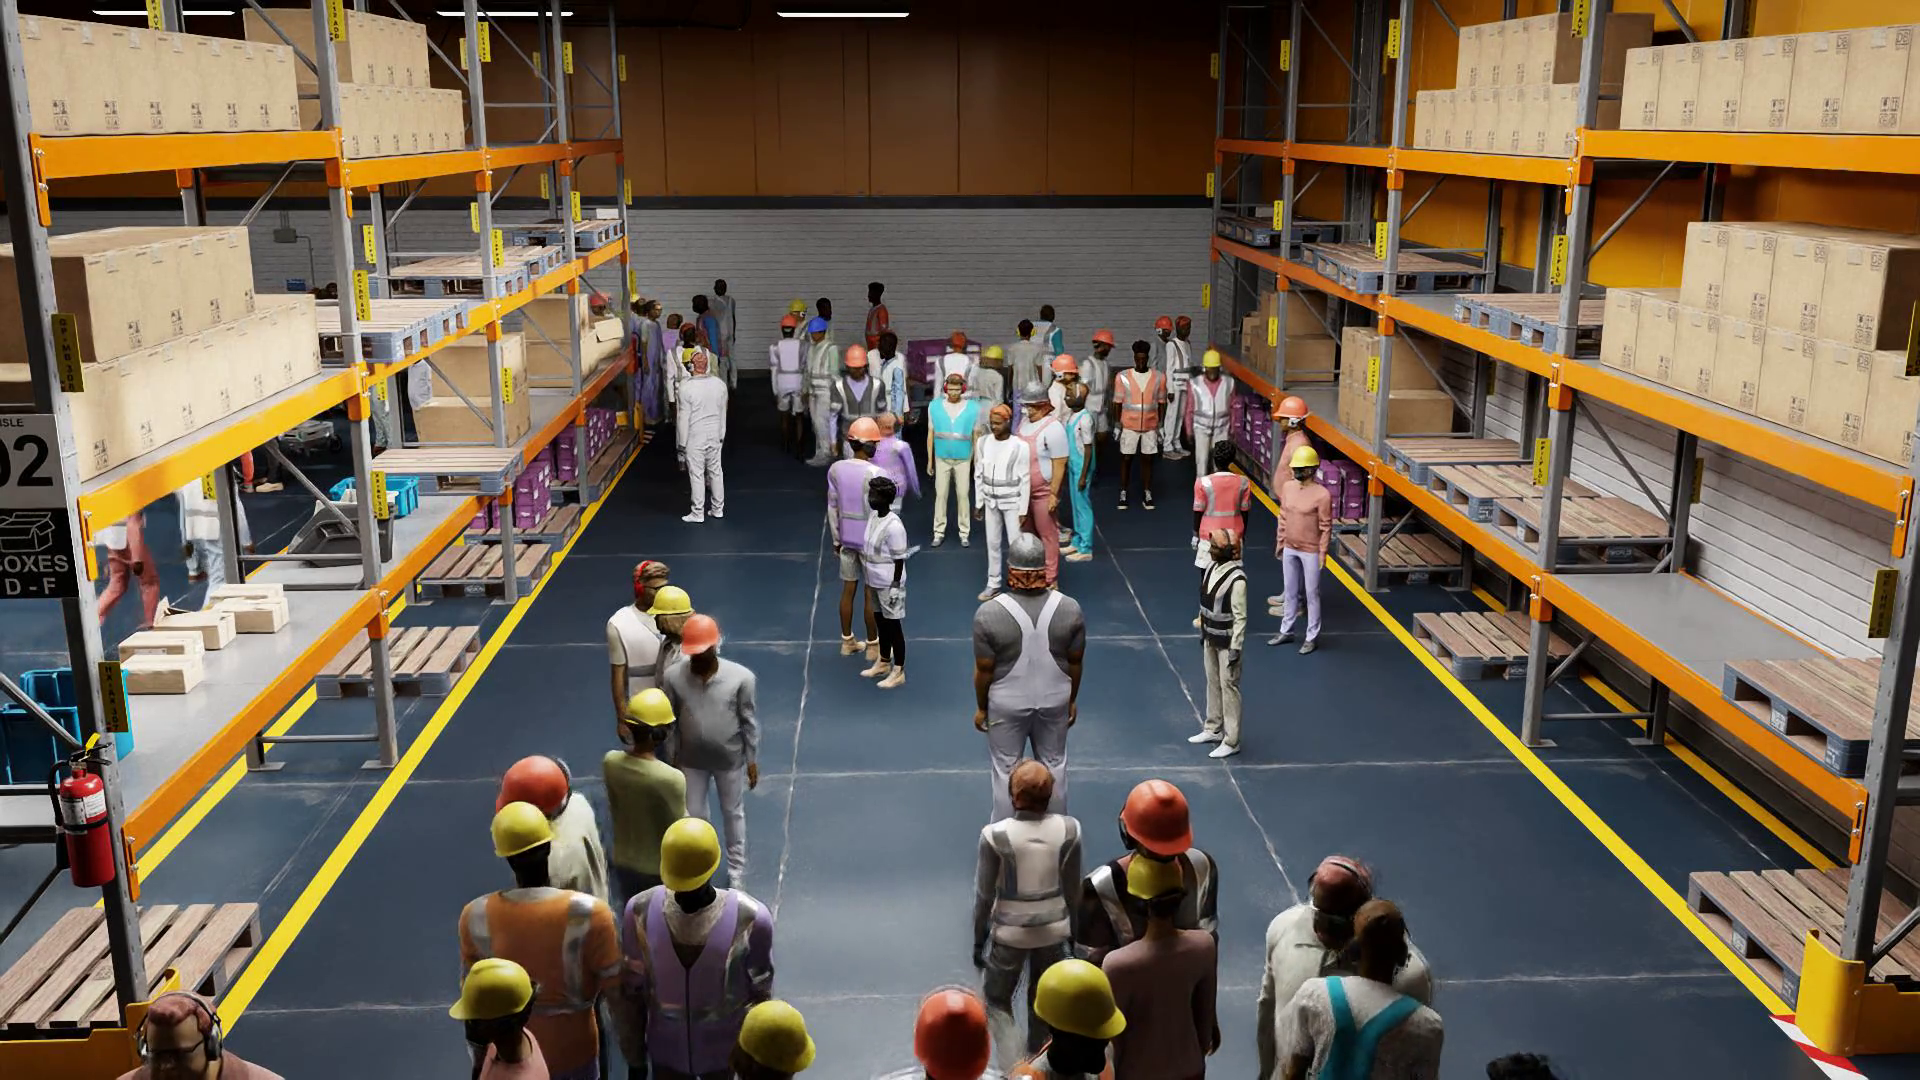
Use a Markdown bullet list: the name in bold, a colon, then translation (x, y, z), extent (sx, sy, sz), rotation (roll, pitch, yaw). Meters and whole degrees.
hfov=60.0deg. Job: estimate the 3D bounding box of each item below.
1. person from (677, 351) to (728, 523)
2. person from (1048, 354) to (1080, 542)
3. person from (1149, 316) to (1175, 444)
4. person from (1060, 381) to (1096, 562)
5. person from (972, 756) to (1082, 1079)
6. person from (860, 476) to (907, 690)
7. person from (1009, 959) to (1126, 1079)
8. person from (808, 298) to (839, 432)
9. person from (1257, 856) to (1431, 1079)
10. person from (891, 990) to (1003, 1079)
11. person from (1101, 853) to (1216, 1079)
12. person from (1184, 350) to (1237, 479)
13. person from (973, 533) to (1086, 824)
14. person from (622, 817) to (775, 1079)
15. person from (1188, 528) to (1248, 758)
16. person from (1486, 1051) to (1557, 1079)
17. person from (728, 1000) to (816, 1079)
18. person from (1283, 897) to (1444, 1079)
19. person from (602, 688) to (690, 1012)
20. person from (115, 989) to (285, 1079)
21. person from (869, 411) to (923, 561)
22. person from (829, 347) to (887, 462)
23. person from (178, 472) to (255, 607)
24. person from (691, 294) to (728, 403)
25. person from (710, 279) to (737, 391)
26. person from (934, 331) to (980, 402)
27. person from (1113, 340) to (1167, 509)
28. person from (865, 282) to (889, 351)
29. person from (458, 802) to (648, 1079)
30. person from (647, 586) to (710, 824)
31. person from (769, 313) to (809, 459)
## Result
- **person**: translation (-2.880, -1.140, 18.462), extent (0.409, 1.909, 0.643), rotation (13, 19, 41)
- **person**: translation (1.061, -0.984, 17.678), extent (0.400, 1.989, 0.623), rotation (1, 14, 5)
- **person**: translation (2.796, -2.228, 23.034), extent (0.337, 1.752, 0.564), rotation (9, 17, 32)
- **person**: translation (1.199, -0.694, 16.834), extent (0.344, 1.845, 0.506), rotation (-2, 14, -8)
- **person**: translation (0.325, 1.804, 7.481), extent (0.532, 1.619, 0.530), rotation (-4, 15, -15)
- **person**: translation (-0.601, 0.328, 13.115), extent (0.316, 1.695, 0.542), rotation (-7, 16, -26)
- **person**: translation (0.332, 2.207, 5.280), extent (0.385, 1.928, 0.589), rotation (9, 17, 32)
- **person**: translation (-1.974, -2.509, 23.809), extent (0.397, 1.920, 0.587), rotation (6, 15, 23)
- **person**: translation (1.358, 2.030, 6.063), extent (0.669, 1.885, 0.585), rotation (9, 17, 32)
- **person**: translation (-0.015, 2.273, 5.087), extent (0.557, 1.889, 0.883), rotation (-2, 14, -6)
- **person**: translation (0.738, 2.016, 6.373), extent (0.519, 1.755, 0.354), rotation (-8, 17, -30)
- **person**: translation (2.897, -1.289, 19.228), extent (0.619, 1.812, 0.533), rotation (0, 14, 1)
- **person**: translation (0.385, 0.941, 10.025), extent (0.679, 2.000, 0.537), rotation (-3, 15, -12)
- **person**: translation (-0.995, 1.942, 6.338), extent (0.585, 1.919, 0.374), rotation (1, 14, 3)
- **person**: translation (1.843, 0.715, 11.713), extent (0.306, 1.639, 0.523), rotation (-5, 15, -18)
- **person**: translation (1.822, 2.363, 5.178), extent (0.686, 1.672, 0.541), rotation (-1, 14, -3)
- **person**: translation (-0.691, 2.261, 5.531), extent (0.622, 1.695, 0.556), rotation (0, 14, 0)
- **person**: translation (1.413, 2.118, 5.893), extent (0.531, 1.788, 0.869), rotation (8, 16, 28)
- **person**: translation (-1.495, 1.572, 8.121), extent (0.534, 1.759, 0.334), rotation (9, 17, 30)
- **person**: translation (-2.315, 2.262, 5.098), extent (0.642, 1.913, 0.409), rotation (-2, 14, -9)
- **person**: translation (-0.631, -0.481, 16.498), extent (0.540, 1.592, 0.855), rotation (13, 19, 42)
- **person**: translation (-1.113, -1.140, 18.311), extent (0.652, 1.978, 1.050), rotation (-1, 14, -4)
- **person**: translation (-6.376, -0.043, 14.278), extent (0.612, 1.854, 1.000), rotation (5, 15, 19)
- **person**: translation (-3.816, -2.826, 25.271), extent (0.467, 1.811, 0.654), rotation (-5, 15, -20)
- **person**: translation (-3.879, -3.347, 27.247), extent (0.350, 1.846, 0.506), rotation (12, 18, 38)
- **person**: translation (-0.024, -1.644, 20.515), extent (0.591, 1.874, 0.422), rotation (3, 15, 12)
- **person**: translation (2.056, -1.317, 19.036), extent (0.613, 1.963, 0.362), rotation (-1, 14, -2)
- **person**: translation (-1.280, -2.985, 25.586), extent (0.367, 1.966, 0.607), rotation (-5, 15, -20)
- **person**: translation (-1.561, 1.932, 6.416), extent (0.673, 1.905, 0.445), rotation (0, 14, 1)
- **person**: translation (-1.685, 1.117, 9.925), extent (0.295, 1.743, 0.493), rotation (-7, 16, -26)
- **person**: translation (-2.235, -2.027, 21.956), extent (0.547, 1.909, 0.819), rotation (-1, 14, -4)
